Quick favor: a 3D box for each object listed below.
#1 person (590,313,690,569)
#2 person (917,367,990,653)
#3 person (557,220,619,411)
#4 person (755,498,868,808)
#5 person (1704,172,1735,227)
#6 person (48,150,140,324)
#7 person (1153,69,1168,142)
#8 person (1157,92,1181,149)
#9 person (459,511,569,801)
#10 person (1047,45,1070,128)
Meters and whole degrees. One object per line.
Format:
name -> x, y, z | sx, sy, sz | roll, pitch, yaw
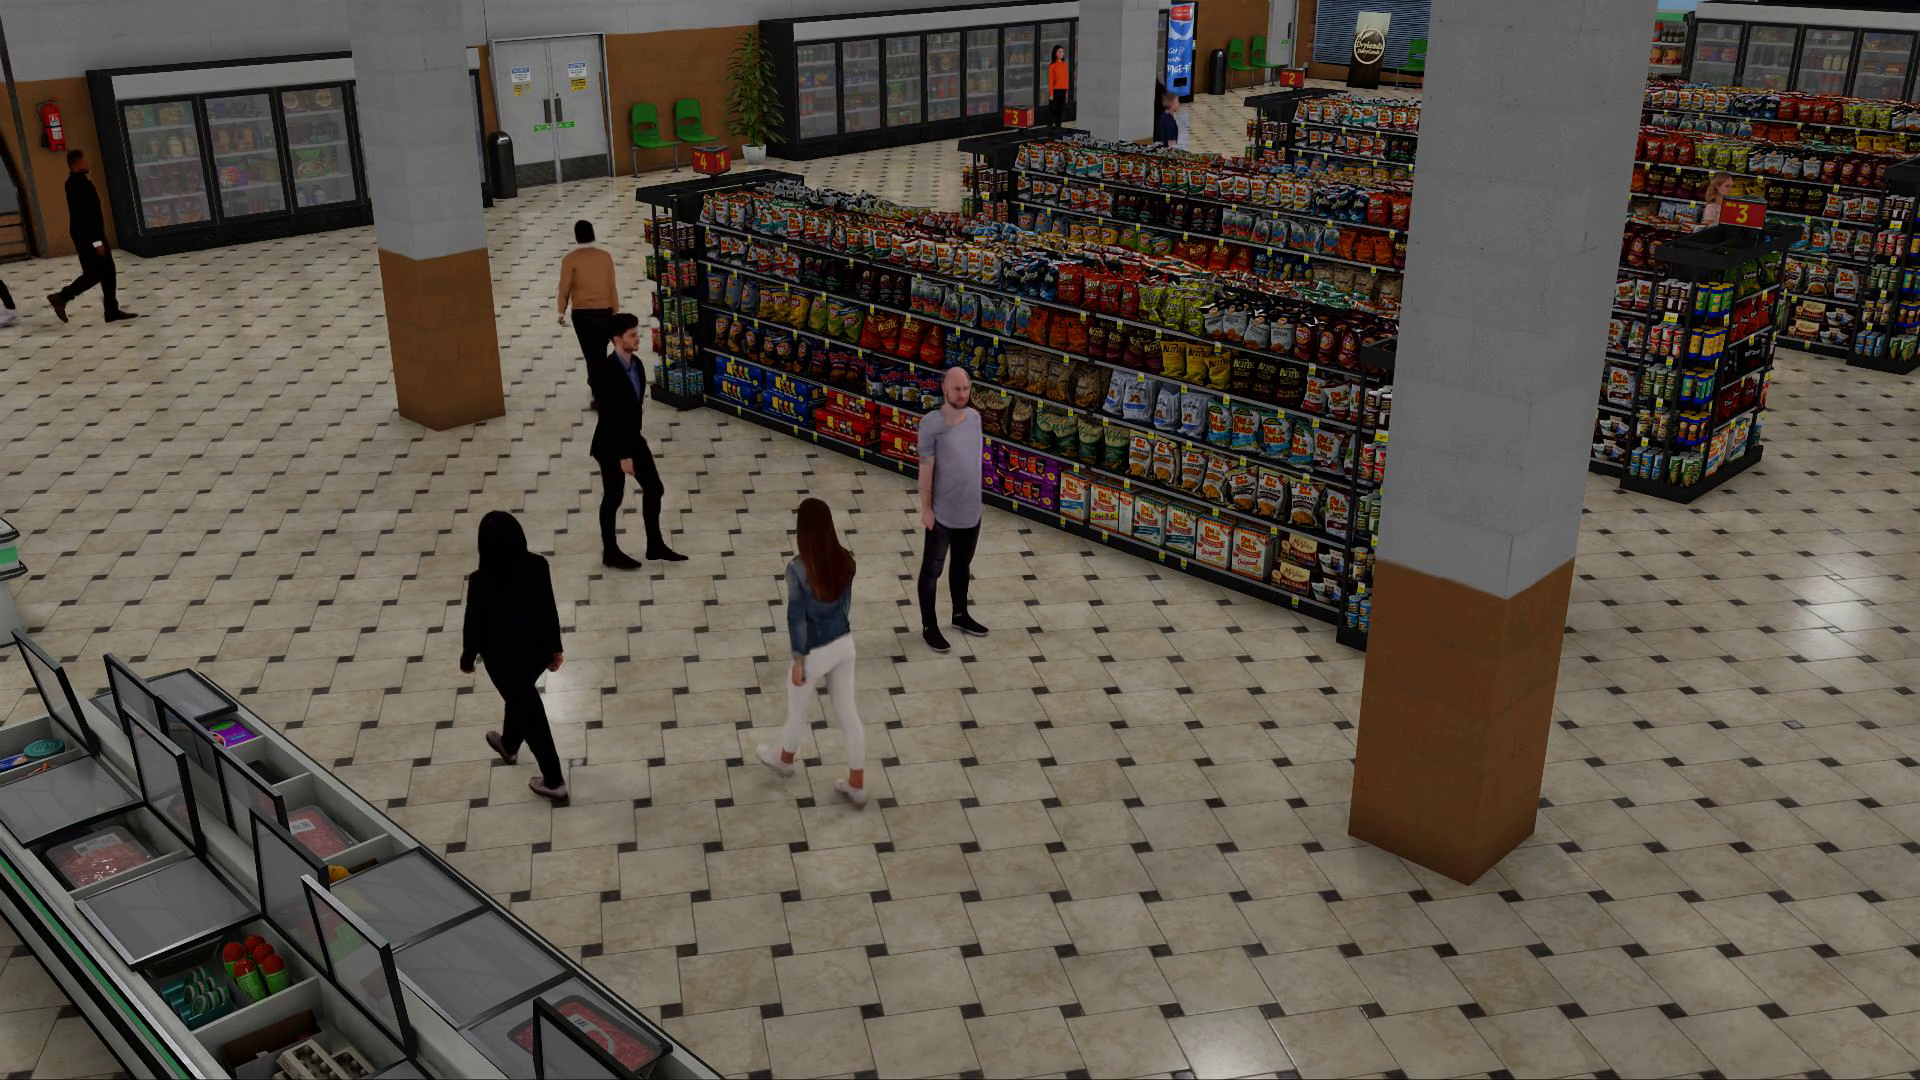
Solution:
person -> -2.457, -0.677, 11.698 | 0.959, 1.868, 0.873 | 9, 24, 21
person -> -0.045, -0.223, 10.609 | 0.656, 1.837, 0.573 | -19, 29, -39
person -> -3.343, -2.022, 15.234 | 0.805, 1.726, 1.082 | -15, 26, -32
person -> -0.655, 0.634, 8.701 | 0.654, 1.670, 0.979 | -19, 29, -39
person -> 7.785, -2.921, 17.335 | 0.561, 1.828, 0.495 | -19, 29, -39
person -> -9.572, -3.256, 18.096 | 0.978, 1.883, 1.116 | -11, 24, -25
person -> 3.131, -6.881, 27.347 | 1.087, 1.712, 1.153 | -1, 22, -2
person -> 2.789, -5.276, 23.182 | 1.141, 1.839, 1.067 | 1, 22, 2
person -> -2.276, 0.651, 8.780 | 1.027, 1.579, 0.743 | 14, 26, 31
person -> 1.786, -8.192, 30.560 | 0.613, 1.748, 0.541 | -19, 29, -39
